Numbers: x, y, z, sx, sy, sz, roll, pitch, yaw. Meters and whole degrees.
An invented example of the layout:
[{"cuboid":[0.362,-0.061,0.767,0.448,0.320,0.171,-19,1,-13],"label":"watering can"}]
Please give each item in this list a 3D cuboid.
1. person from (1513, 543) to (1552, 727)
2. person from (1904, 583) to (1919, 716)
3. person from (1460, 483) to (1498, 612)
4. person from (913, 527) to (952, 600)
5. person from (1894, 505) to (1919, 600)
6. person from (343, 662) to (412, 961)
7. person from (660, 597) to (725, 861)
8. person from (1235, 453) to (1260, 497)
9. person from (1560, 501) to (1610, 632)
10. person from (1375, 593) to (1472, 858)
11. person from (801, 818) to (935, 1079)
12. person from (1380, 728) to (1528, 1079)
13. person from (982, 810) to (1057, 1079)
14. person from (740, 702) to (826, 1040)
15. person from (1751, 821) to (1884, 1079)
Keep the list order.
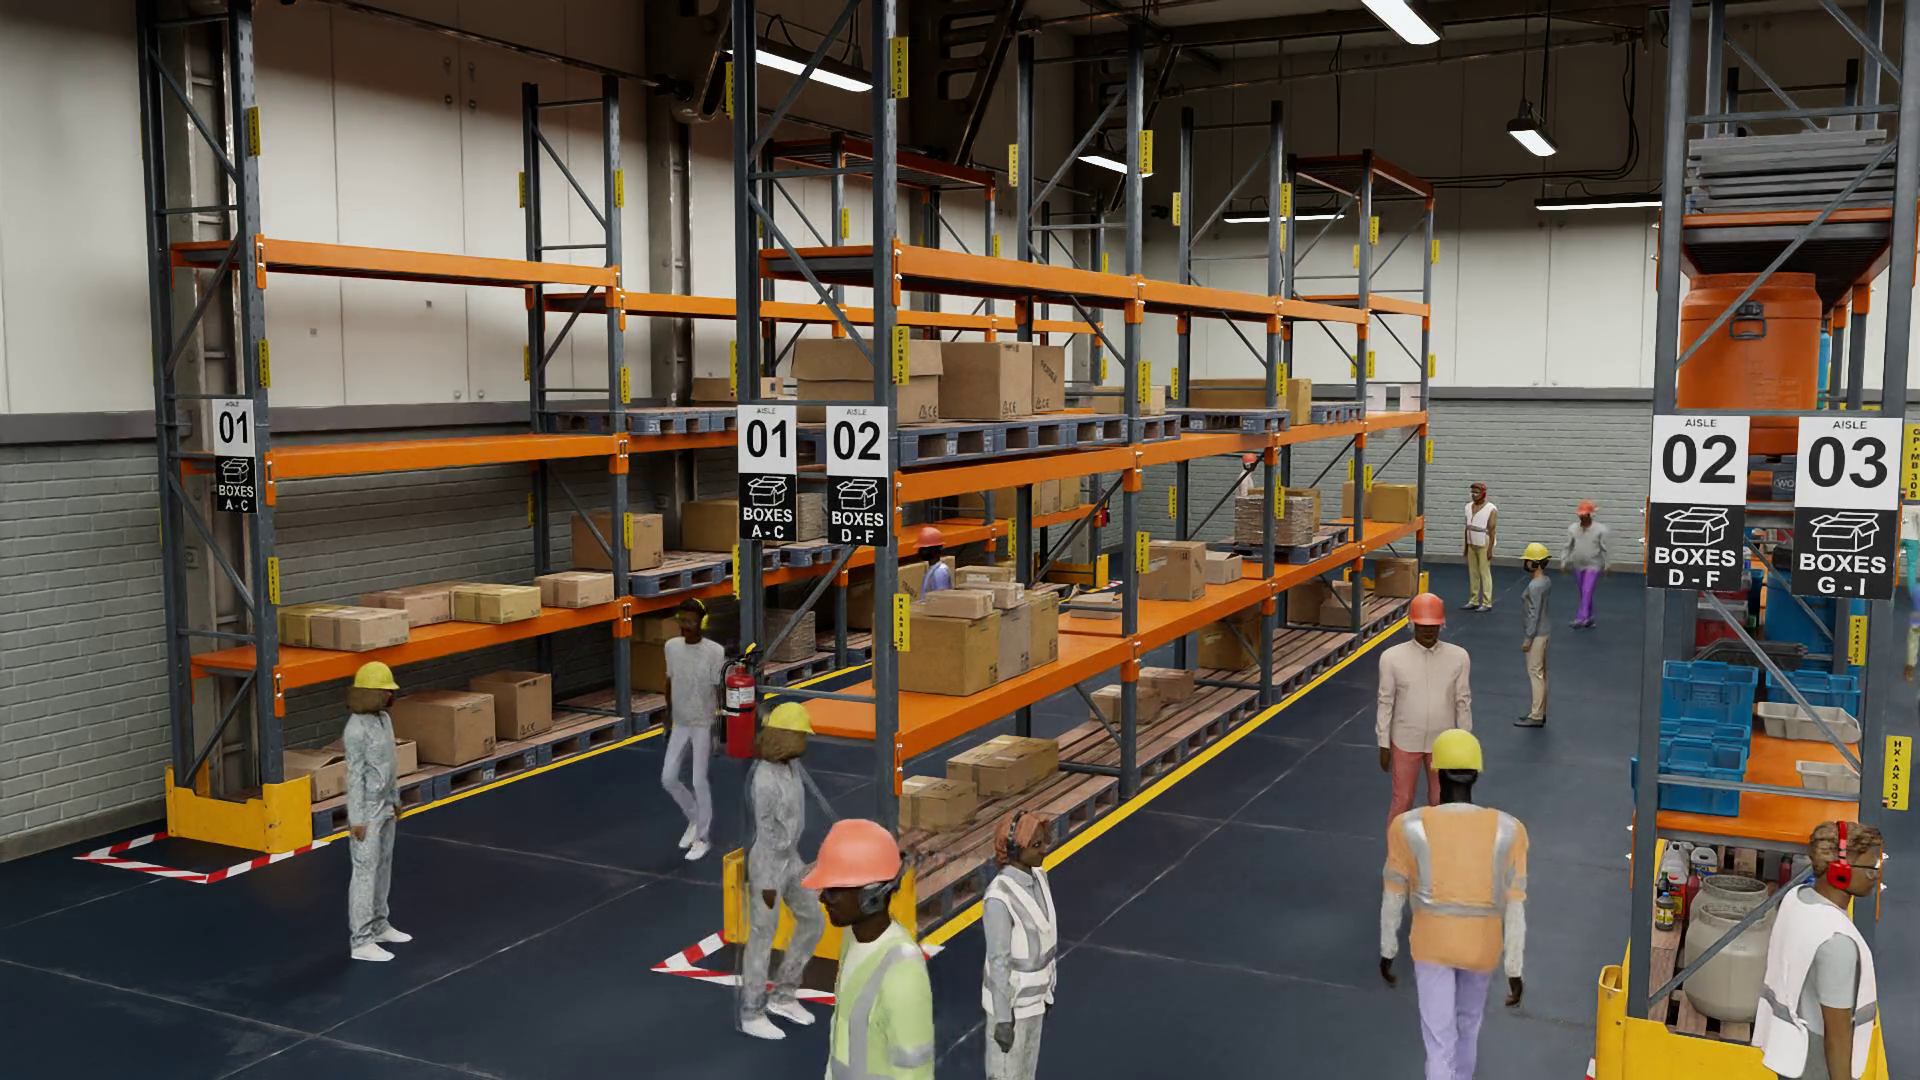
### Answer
[{"cuboid":[5.508,0.911,15.959,0.312,1.769,0.525,3,7,29],"label":"person"},{"cuboid":[8.243,0.997,13.863,0.632,2.025,0.740,4,7,33],"label":"person"},{"cuboid":[7.360,0.102,23.495,0.381,1.838,0.562,-3,6,-25],"label":"person"},{"cuboid":[-0.256,0.840,15.831,0.373,1.933,0.550,-1,6,-9],"label":"person"},{"cuboid":[14.073,0.010,24.757,0.524,1.760,0.328,5,8,41],"label":"person"},{"cuboid":[-3.402,1.568,9.715,0.309,1.737,0.489,0,6,2],"label":"person"},{"cuboid":[-1.883,1.314,11.625,0.544,1.852,0.388,2,6,23],"label":"person"},{"cuboid":[4.970,-0.518,28.803,0.407,1.985,0.618,1,6,13],"label":"person"},{"cuboid":[8.169,0.340,21.801,0.918,1.698,0.598,-5,8,-41],"label":"person"},{"cuboid":[3.037,1.327,10.897,0.618,1.983,0.404,0,6,1],"label":"person"},{"cuboid":[-0.312,1.880,5.286,0.617,2.022,0.609,-1,6,-11],"label":"person"},{"cuboid":[2.136,1.763,7.191,0.597,1.875,1.009,1,6,7],"label":"person"},{"cuboid":[0.241,1.911,6.830,0.307,1.640,0.518,2,6,21],"label":"person"},{"cuboid":[-0.907,1.694,8.562,0.503,1.714,0.537,1,6,14],"label":"person"},{"cuboid":[3.050,1.900,5.946,0.373,1.843,0.572,1,6,12],"label":"person"}]
